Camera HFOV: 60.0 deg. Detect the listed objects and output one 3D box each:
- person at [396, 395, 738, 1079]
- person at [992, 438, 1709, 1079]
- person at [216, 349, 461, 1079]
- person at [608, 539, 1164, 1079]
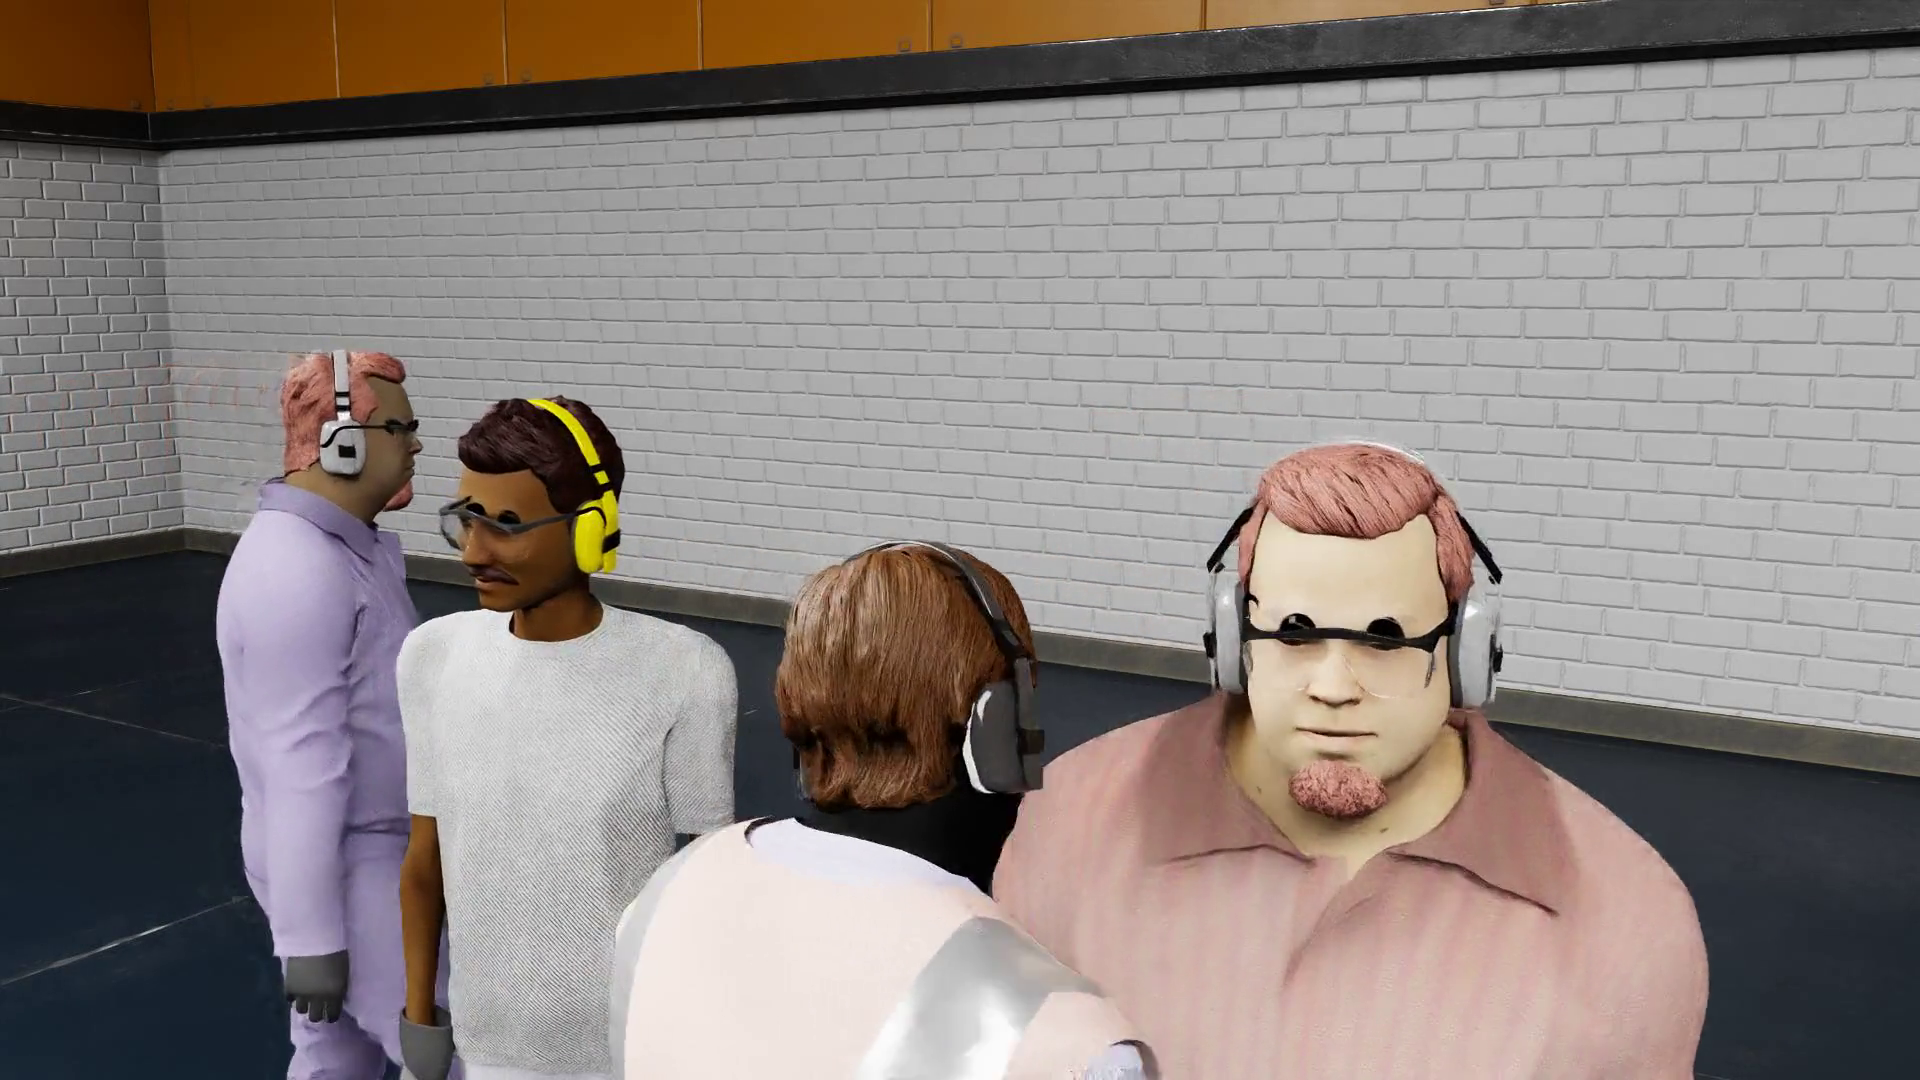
[{"bbox_3d":[-0.545,0.730,2.327,0.521,1.864,0.335,1,9,8],"label":"person"},{"bbox_3d":[0.343,0.826,1.619,0.669,1.895,0.605,3,10,19],"label":"person"},{"bbox_3d":[-1.047,0.595,3.084,0.593,1.884,0.669,-3,10,-18],"label":"person"},{"bbox_3d":[-0.058,0.910,1.418,0.436,1.803,0.669,-6,11,-35],"label":"person"}]
